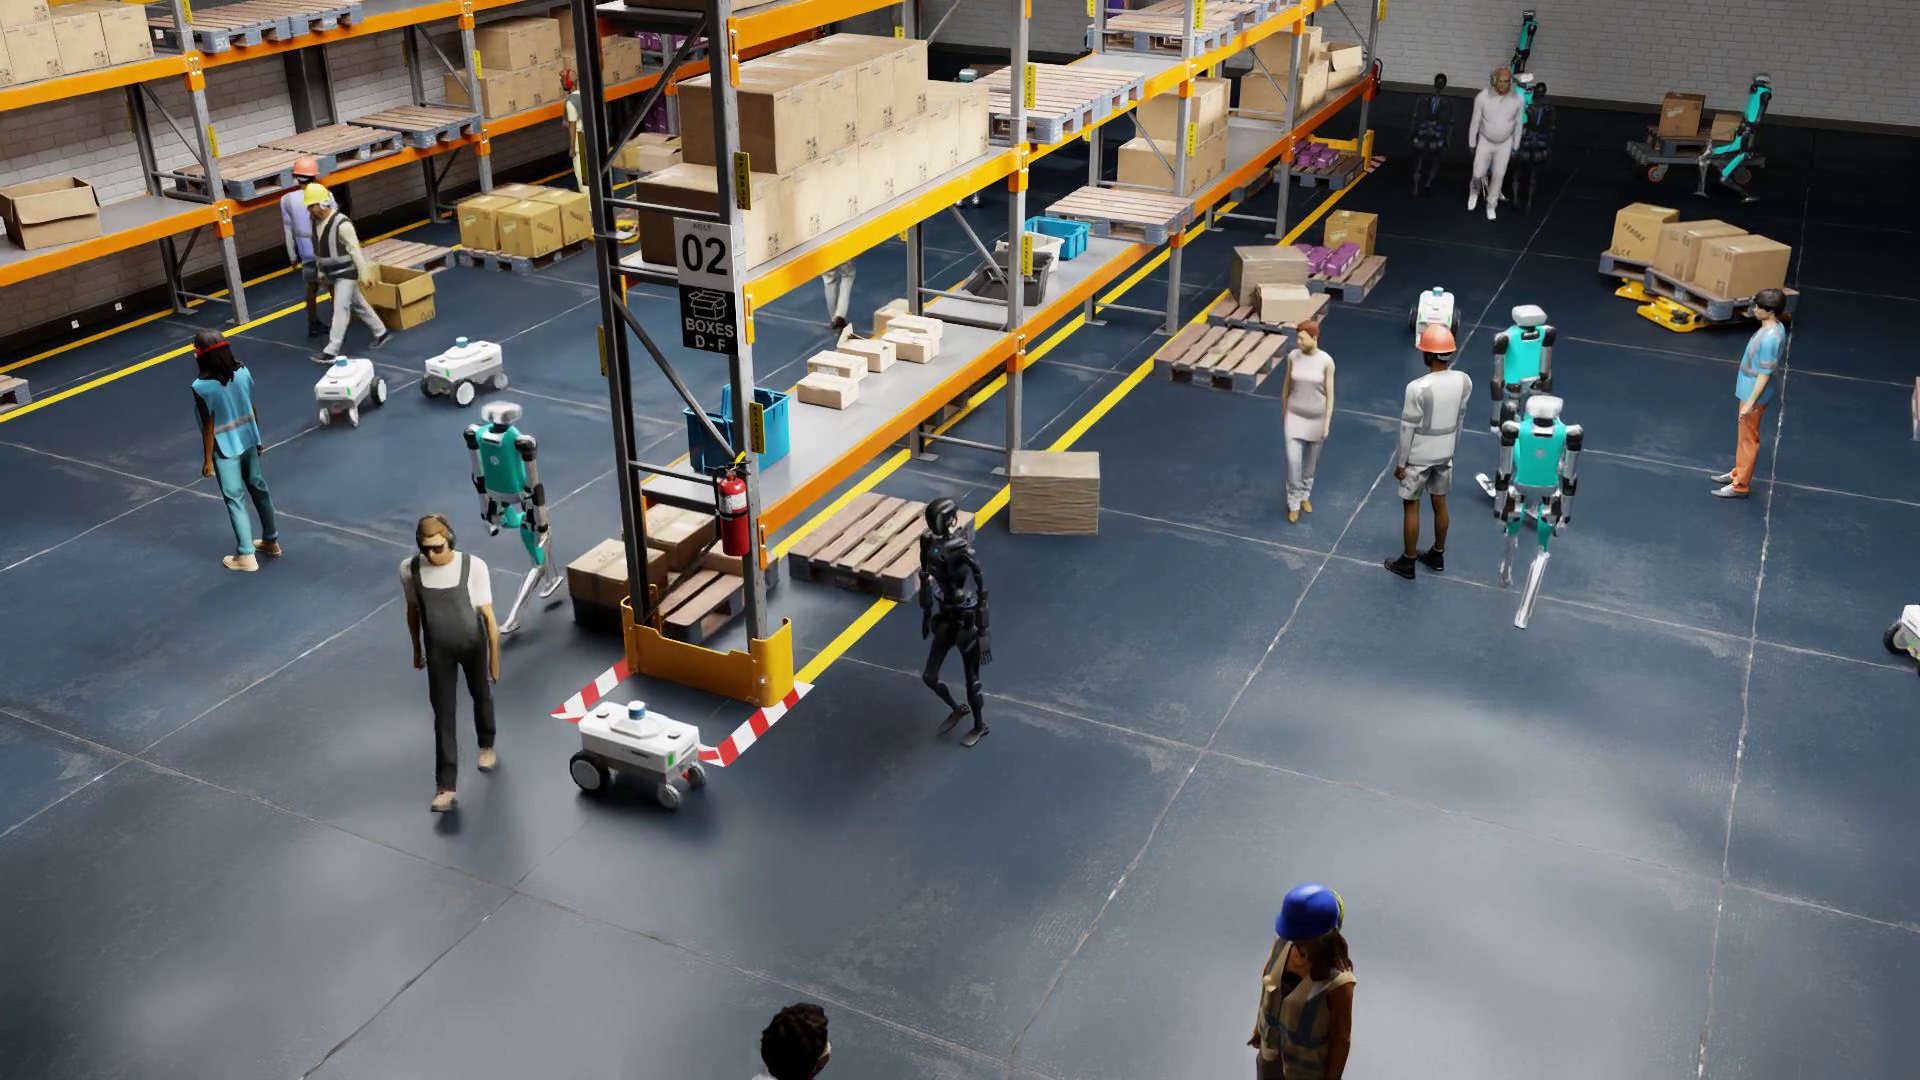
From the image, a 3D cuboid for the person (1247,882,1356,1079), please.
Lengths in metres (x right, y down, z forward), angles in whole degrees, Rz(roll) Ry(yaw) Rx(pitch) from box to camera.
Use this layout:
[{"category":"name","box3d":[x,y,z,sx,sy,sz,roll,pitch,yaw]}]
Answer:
[{"category":"person","box3d":[1.370,2.120,6.802,0.320,1.772,0.466,-16,30,-29]}]

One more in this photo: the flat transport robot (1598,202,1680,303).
[{"category":"flat transport robot","box3d":[7.965,-2.914,18.664,0.659,0.231,1.431,22,34,37]}]

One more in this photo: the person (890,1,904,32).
[{"category":"person","box3d":[-1.073,-9.363,29.946,0.379,1.818,0.525,-7,27,-14]}]

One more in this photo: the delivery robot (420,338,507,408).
[{"category":"delivery robot","box3d":[-4.682,-1.608,15.709,0.499,0.600,0.801,17,31,30]}]

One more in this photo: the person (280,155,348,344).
[{"category":"person","box3d":[-6.496,-2.942,16.868,0.570,1.915,0.492,2,26,4]}]

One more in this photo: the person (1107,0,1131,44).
[{"category":"person","box3d":[2.742,-9.021,29.129,0.534,1.929,0.420,22,34,38]}]

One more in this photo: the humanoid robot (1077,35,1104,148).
[{"category":"humanoid robot","box3d":[1.952,-6.641,24.604,0.321,1.650,0.610,-22,34,-37]}]

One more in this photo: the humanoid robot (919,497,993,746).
[{"category":"humanoid robot","box3d":[-0.013,0.504,10.181,0.619,1.645,0.351,24,35,39]}]

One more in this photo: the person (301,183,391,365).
[{"category":"person","box3d":[-6.126,-2.657,16.456,0.633,1.774,0.951,22,34,37]}]

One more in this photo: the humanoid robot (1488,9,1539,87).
[{"category":"humanoid robot","box3d":[8.564,-7.419,25.997,0.729,1.696,0.532,3,27,7]}]

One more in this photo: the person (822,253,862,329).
[{"category":"person","box3d":[-1.284,-3.058,17.160,0.566,1.869,0.493,0,26,0]}]

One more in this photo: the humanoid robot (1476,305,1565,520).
[{"category":"humanoid robot","box3d":[4.462,-0.933,13.017,0.559,1.726,1.025,-8,27,-15]}]

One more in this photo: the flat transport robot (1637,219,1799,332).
[{"category":"flat transport robot","box3d":[8.057,-2.465,17.757,1.431,0.231,0.659,-7,27,-14]}]

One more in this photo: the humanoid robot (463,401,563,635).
[{"category":"humanoid robot","box3d":[-3.006,-0.225,11.611,0.567,1.740,1.042,9,28,17]}]

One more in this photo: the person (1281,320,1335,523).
[{"category":"person","box3d":[2.724,-0.925,13.104,0.402,1.634,0.581,5,27,11]}]

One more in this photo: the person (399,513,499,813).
[{"category":"person","box3d":[-2.939,0.690,9.658,0.536,1.802,0.929,-4,27,-7]}]

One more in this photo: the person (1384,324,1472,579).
[{"category":"person","box3d":[3.425,-0.650,12.232,0.540,1.927,0.391,-11,28,-21]}]

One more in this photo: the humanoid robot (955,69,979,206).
[{"category":"humanoid robot","box3d":[0.092,-5.154,21.424,0.530,1.691,0.747,1,26,2]}]

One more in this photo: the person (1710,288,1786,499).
[{"category":"person","box3d":[6.420,-1.184,13.481,0.323,1.766,0.491,11,28,22]}]

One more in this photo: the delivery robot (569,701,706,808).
[{"category":"delivery robot","box3d":[-1.928,1.243,9.958,0.807,0.606,0.499,12,29,23]}]

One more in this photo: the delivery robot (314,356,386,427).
[{"category":"delivery robot","box3d":[-5.638,-1.396,15.289,0.499,0.606,0.807,0,26,0]}]

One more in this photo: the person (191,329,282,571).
[{"category":"person","box3d":[-5.379,-0.665,12.322,0.392,1.866,0.520,12,29,22]}]

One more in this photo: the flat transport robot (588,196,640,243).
[{"category":"flat transport robot","box3d":[-4.117,-4.033,20.925,0.659,0.231,1.431,7,27,15]}]

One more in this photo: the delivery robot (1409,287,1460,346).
[{"category":"delivery robot","box3d":[4.885,-2.306,17.106,0.499,0.587,0.791,8,27,15]}]

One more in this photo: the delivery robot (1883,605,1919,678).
[{"category":"delivery robot","box3d":[6.684,0.647,11.164,0.778,0.607,0.524,-1,26,-3]}]

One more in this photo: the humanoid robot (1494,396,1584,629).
[{"category":"humanoid robot","box3d":[4.020,-0.291,11.740,0.554,1.783,0.964,7,27,15]}]

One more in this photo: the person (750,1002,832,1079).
[{"category":"person","box3d":[-0.505,2.424,6.048,0.584,1.848,0.782,21,33,36]}]

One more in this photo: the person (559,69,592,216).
[{"category":"person","box3d":[-4.853,-5.079,21.272,0.376,1.838,0.561,1,26,3]}]

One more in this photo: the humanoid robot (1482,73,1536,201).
[{"category":"humanoid robot","box3d":[7.010,-5.240,21.557,0.533,1.677,0.735,-13,29,-25]}]

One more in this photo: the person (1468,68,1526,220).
[{"category":"person","box3d":[6.796,-5.033,21.118,0.646,1.895,0.450,4,27,8]}]

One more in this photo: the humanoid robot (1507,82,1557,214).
[{"category":"humanoid robot","box3d":[7.329,-5.035,21.356,0.600,1.647,0.344,0,26,1]}]

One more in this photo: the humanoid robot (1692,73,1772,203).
[{"category":"humanoid robot","box3d":[10.005,-5.183,21.649,1.041,1.770,0.549,3,26,5]}]

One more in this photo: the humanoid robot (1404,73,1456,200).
[{"category":"humanoid robot","box3d":[6.167,-5.300,21.901,0.609,1.647,0.397,9,28,18]}]
